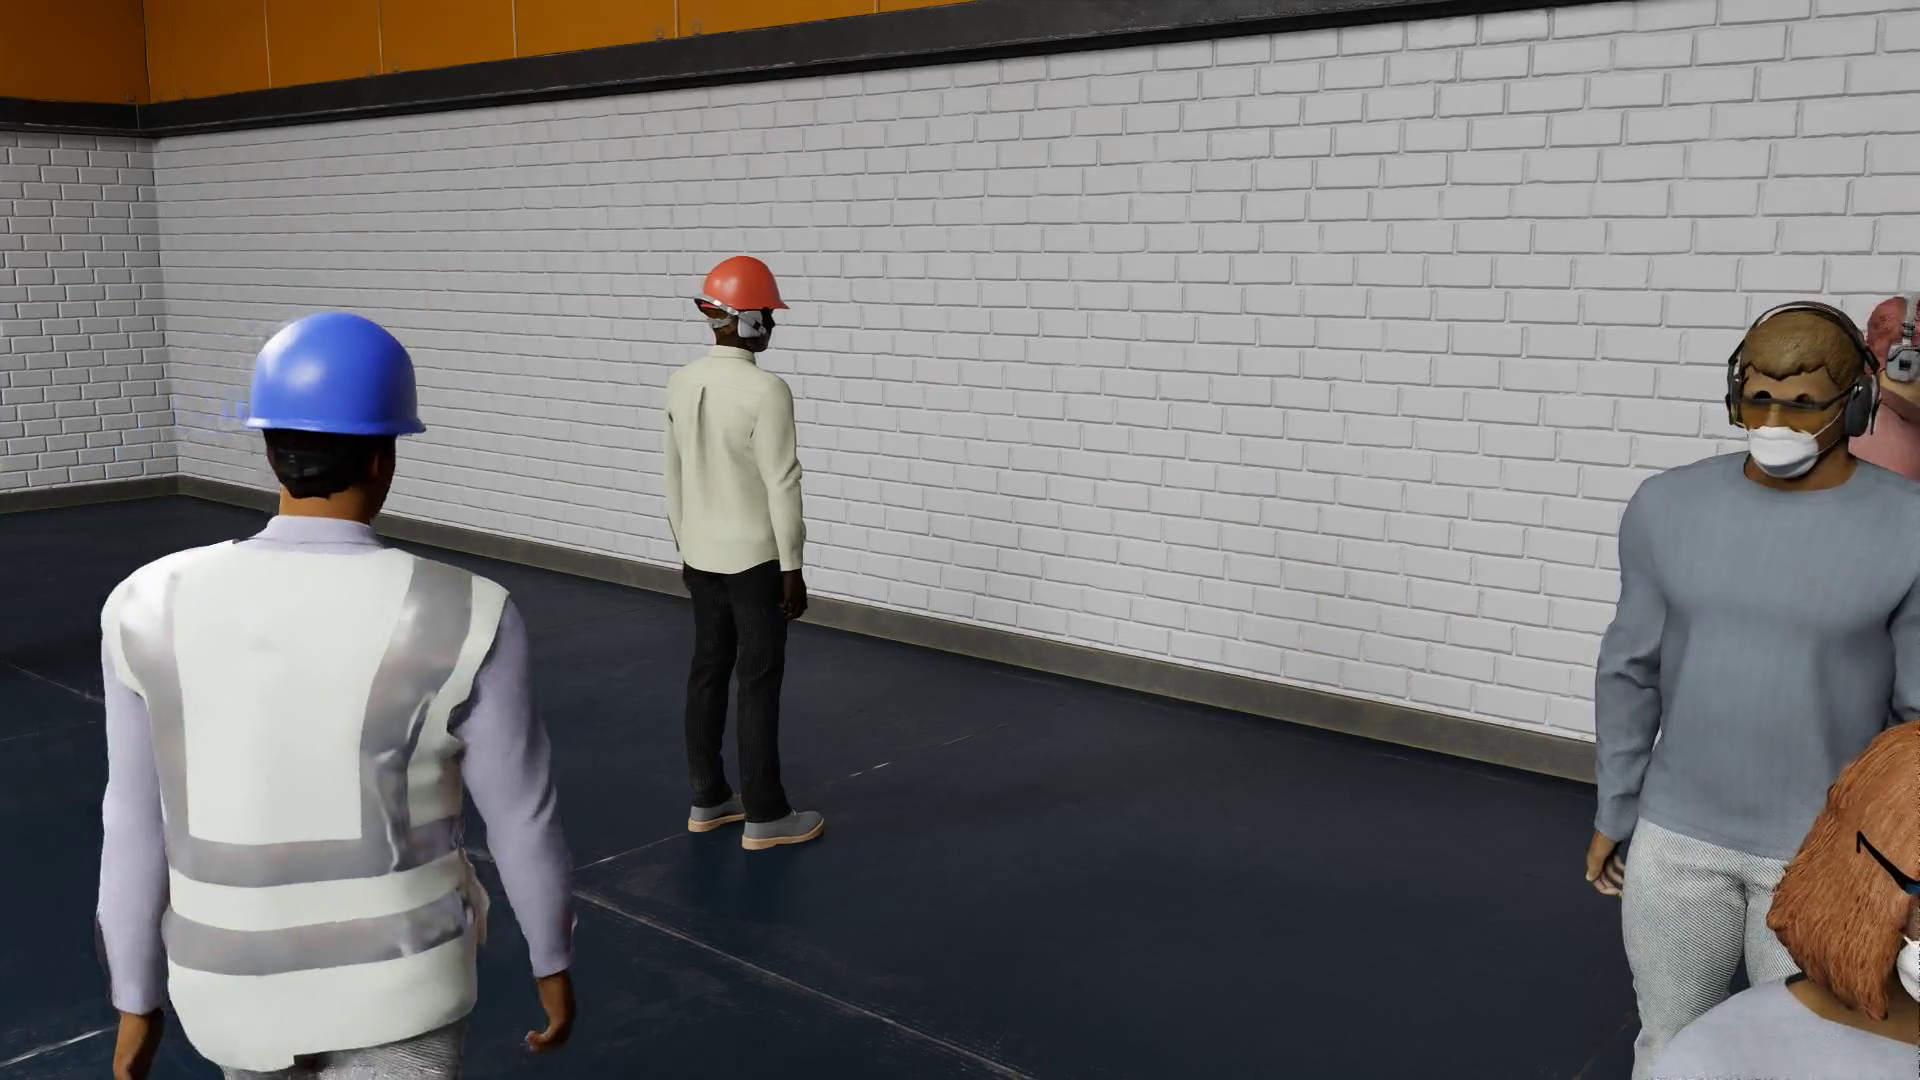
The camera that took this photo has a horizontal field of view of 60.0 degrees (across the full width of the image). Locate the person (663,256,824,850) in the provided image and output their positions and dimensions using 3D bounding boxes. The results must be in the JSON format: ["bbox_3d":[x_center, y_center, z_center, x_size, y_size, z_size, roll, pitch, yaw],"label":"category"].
[{"bbox_3d":[-0.739,0.046,5.648,0.624,1.993,0.385,9,13,42],"label":"person"}]

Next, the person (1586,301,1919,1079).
[{"bbox_3d":[1.424,0.549,2.963,0.627,1.935,0.371,9,14,43],"label":"person"}]

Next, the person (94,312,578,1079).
[{"bbox_3d":[-0.897,0.628,2.525,0.649,1.922,0.697,0,10,3],"label":"person"}]

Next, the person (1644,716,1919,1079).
[{"bbox_3d":[0.829,0.947,1.550,0.500,1.632,0.286,-3,10,-15],"label":"person"}]

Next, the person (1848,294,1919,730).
[{"bbox_3d":[2.483,0.295,4.514,0.398,1.900,0.694,4,11,21],"label":"person"}]
